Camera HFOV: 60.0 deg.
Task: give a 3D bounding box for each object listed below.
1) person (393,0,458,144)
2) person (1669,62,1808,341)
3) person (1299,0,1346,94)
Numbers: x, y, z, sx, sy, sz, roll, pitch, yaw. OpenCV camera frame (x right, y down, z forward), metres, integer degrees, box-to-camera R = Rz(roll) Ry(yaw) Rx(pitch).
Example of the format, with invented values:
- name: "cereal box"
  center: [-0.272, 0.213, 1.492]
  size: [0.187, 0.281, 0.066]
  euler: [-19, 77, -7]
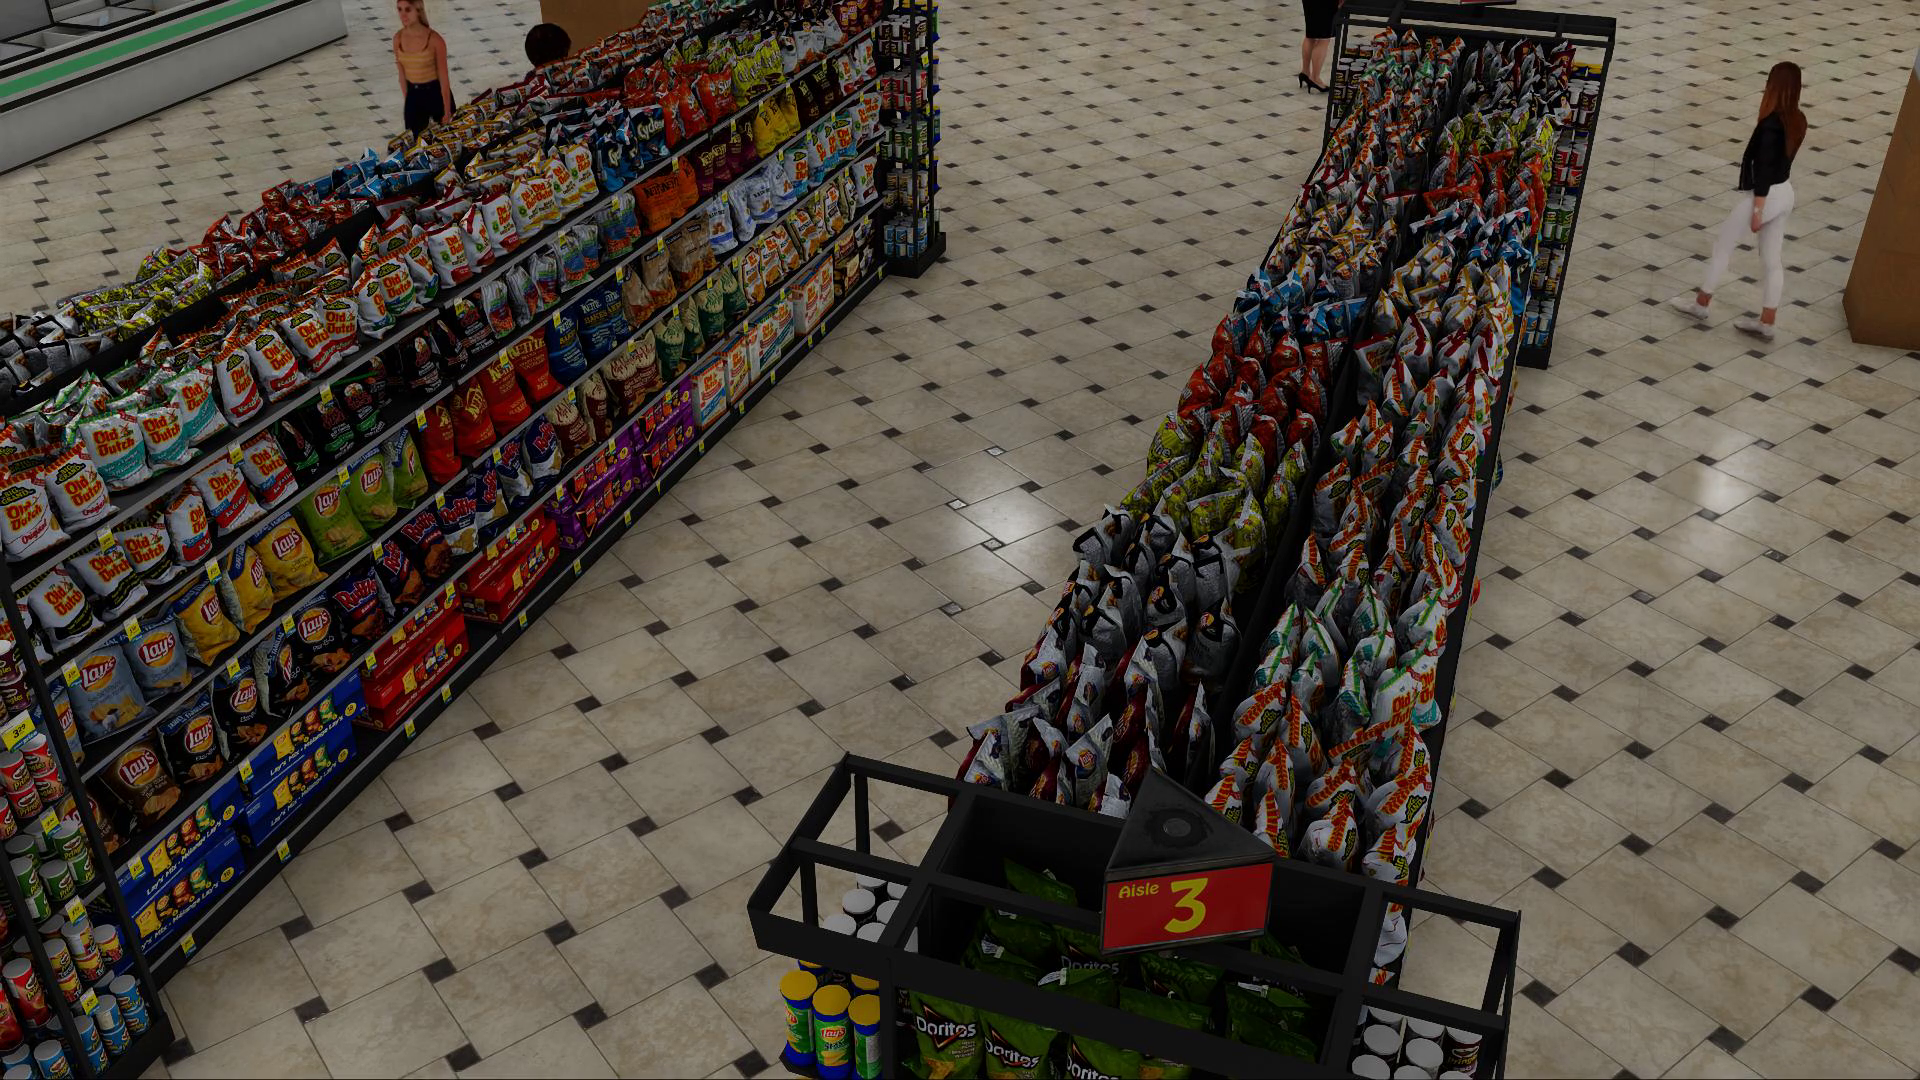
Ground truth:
- name: "person"
  center: [-3.808, -3.162, 12.117]
  size: [0.725, 1.580, 1.200]
  euler: [6, 32, 9]
- name: "person"
  center: [5.012, -2.035, 10.220]
  size: [0.963, 1.670, 0.956]
  euler: [-21, 38, -30]
- name: "person"
  center: [3.208, -4.805, 14.670]
  size: [0.855, 1.672, 0.783]
  euler: [-12, 34, -18]
